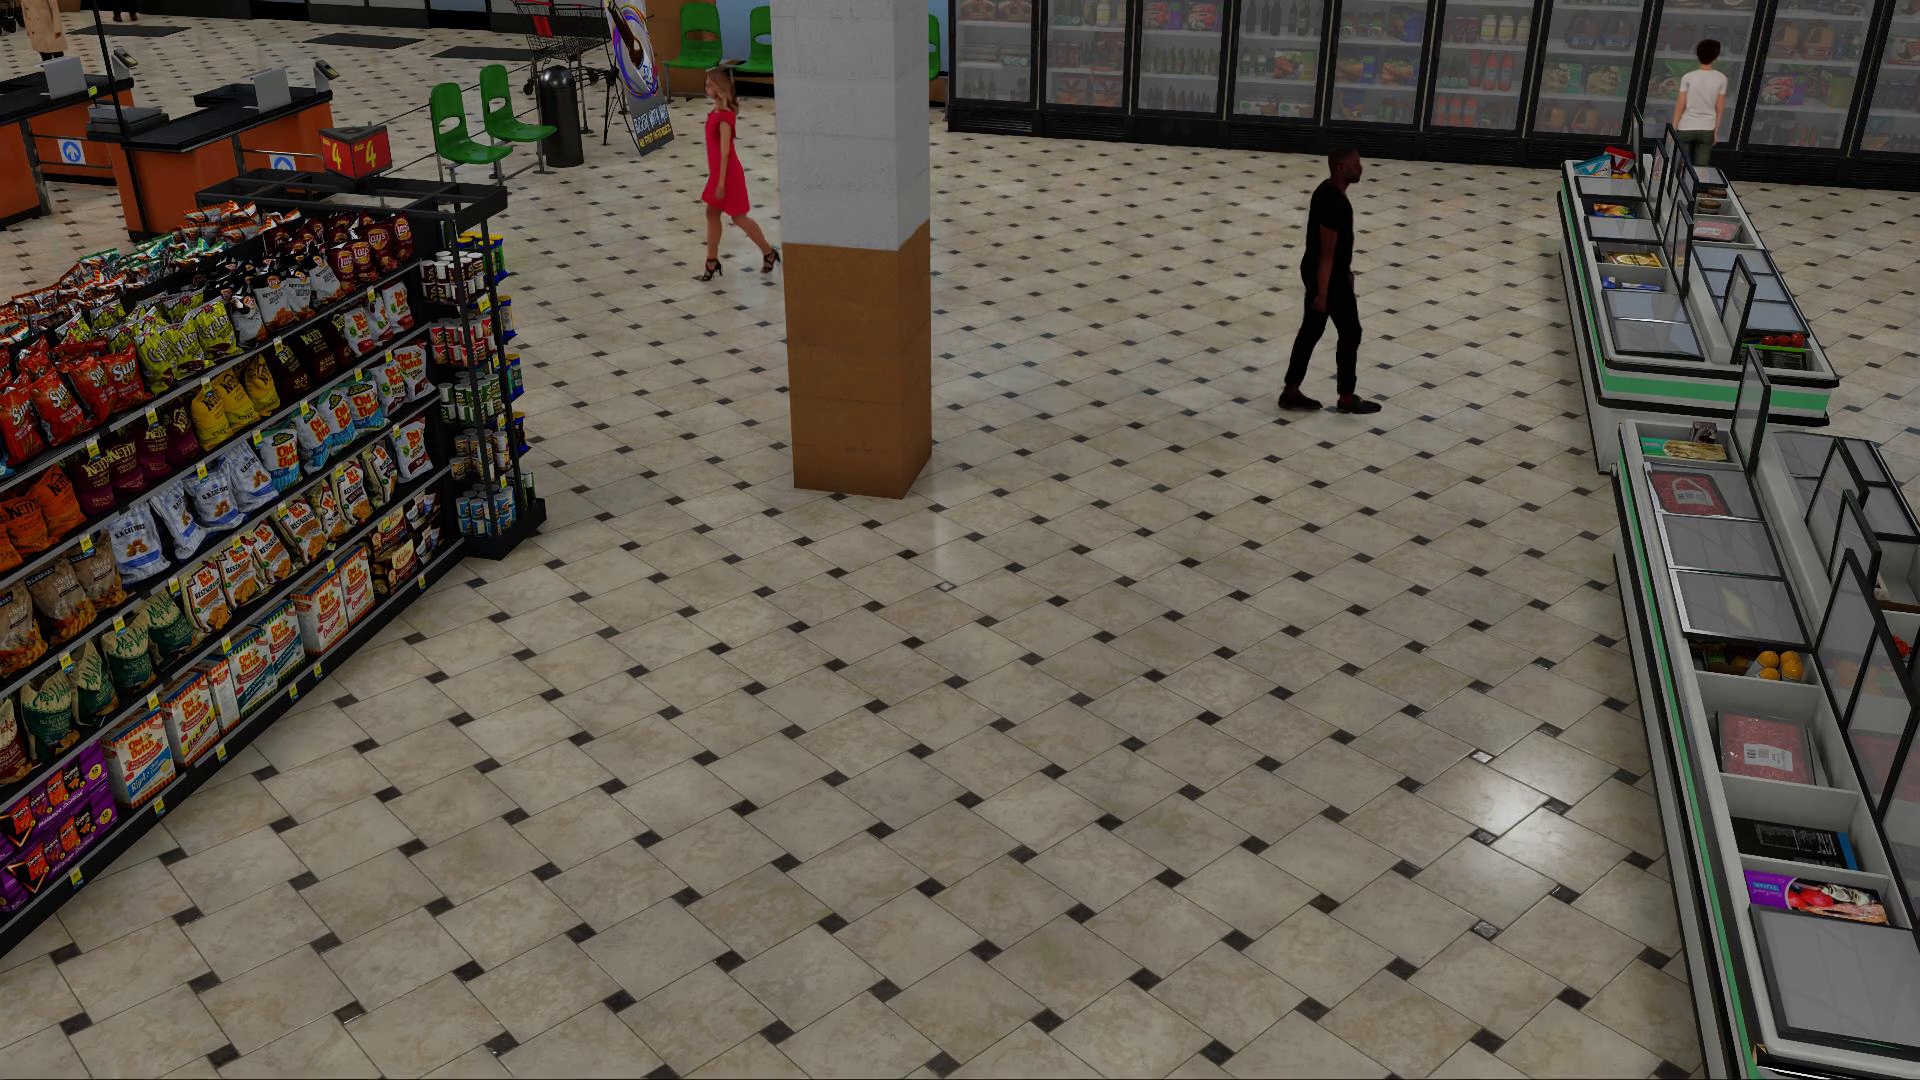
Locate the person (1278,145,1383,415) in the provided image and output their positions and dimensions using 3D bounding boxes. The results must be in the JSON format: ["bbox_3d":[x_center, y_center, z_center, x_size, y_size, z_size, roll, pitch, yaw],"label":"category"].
[{"bbox_3d":[2.326,-1.690,10.937,0.828,1.801,0.894,2,27,3],"label":"person"}]

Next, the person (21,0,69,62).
[{"bbox_3d":[-10.785,-6.023,19.613,0.633,1.682,0.512,6,28,12],"label":"person"}]

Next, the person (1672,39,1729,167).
[{"bbox_3d":[6.617,-3.658,14.979,0.566,1.655,0.521,7,28,13],"label":"person"}]

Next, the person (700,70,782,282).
[{"bbox_3d":[-1.799,-2.940,13.497,0.938,1.715,0.945,-8,28,-16],"label":"person"}]
